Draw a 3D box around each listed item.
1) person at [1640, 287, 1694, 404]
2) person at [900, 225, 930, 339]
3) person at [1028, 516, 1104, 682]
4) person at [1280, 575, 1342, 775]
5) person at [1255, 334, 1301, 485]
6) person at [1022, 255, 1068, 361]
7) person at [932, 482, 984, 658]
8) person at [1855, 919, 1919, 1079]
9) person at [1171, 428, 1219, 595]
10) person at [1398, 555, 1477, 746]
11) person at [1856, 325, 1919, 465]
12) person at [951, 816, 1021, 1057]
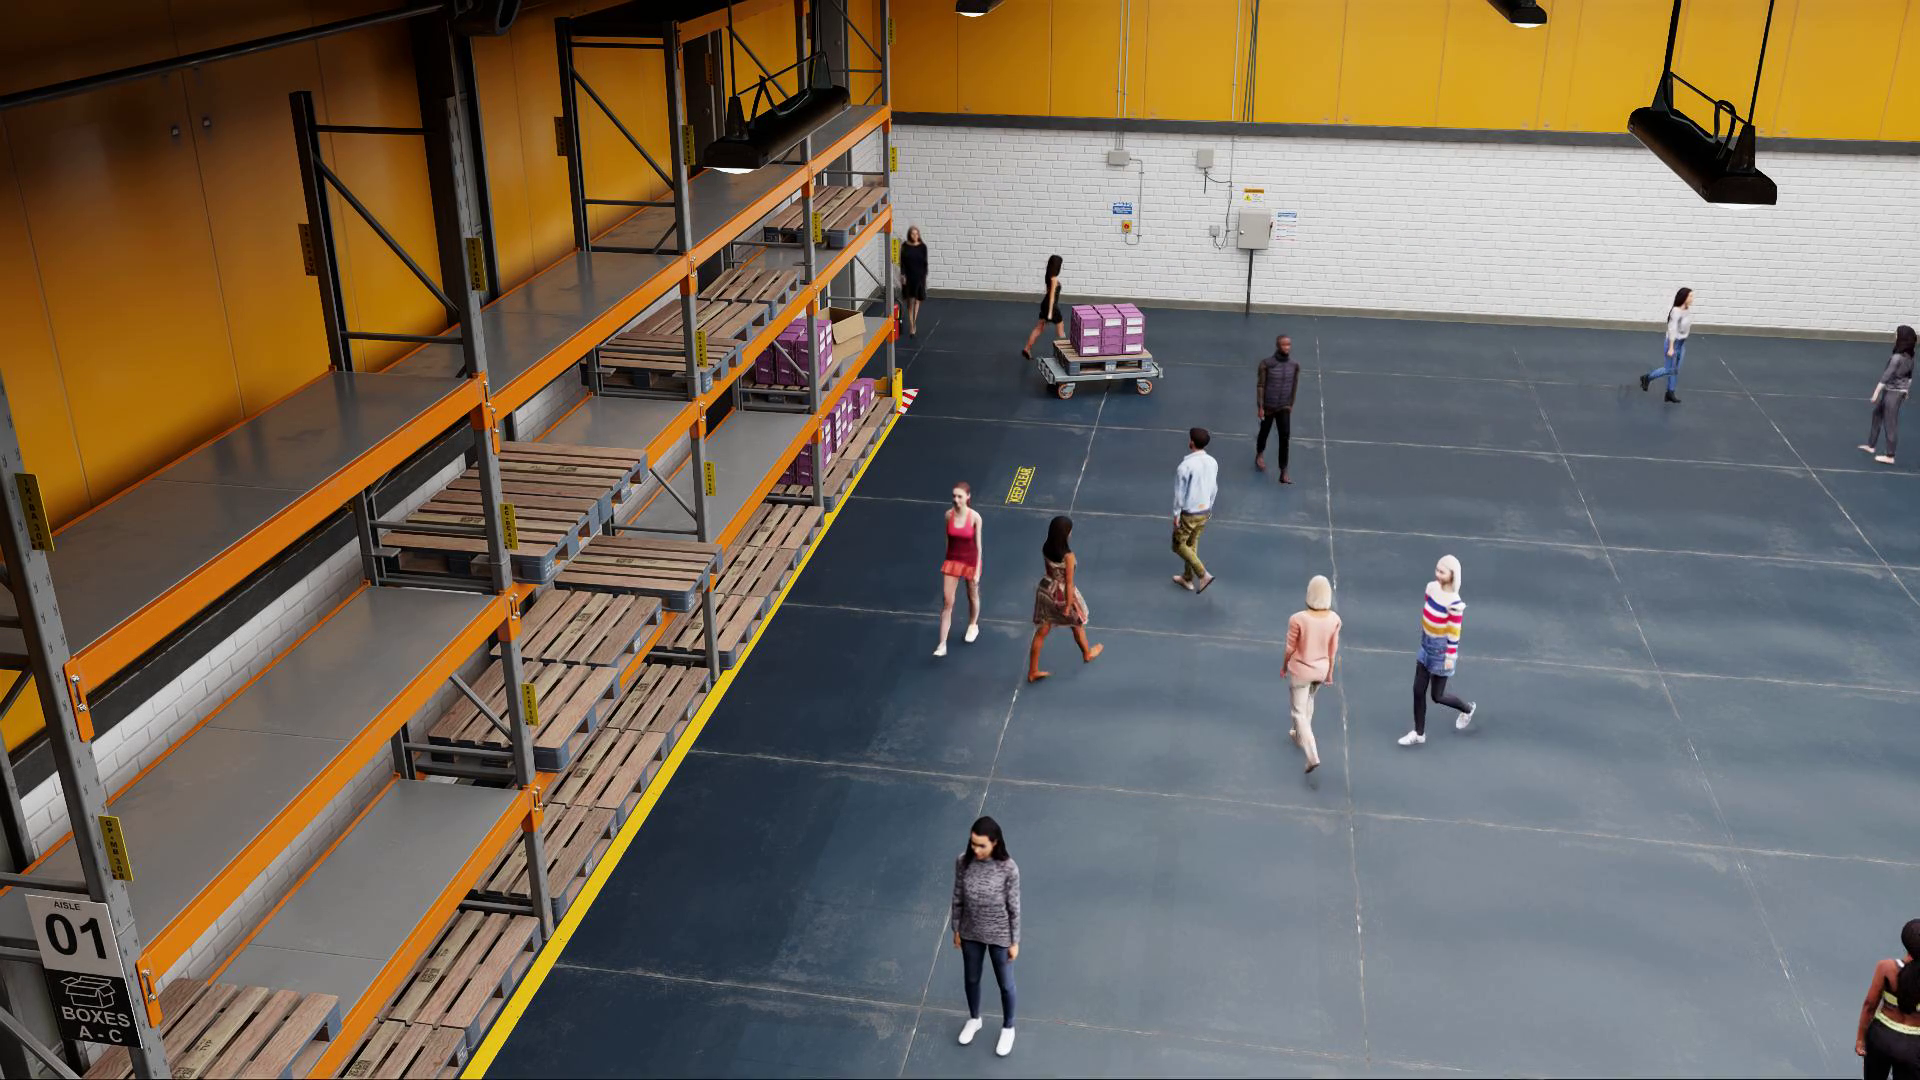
[{"bbox_3d":[9.765,-2.691,22.903,0.895,1.621,0.923,-21,31,-40],"label":"person"},{"bbox_3d":[-0.721,-4.049,25.871,0.721,1.731,0.848,-3,24,-6],"label":"person"},{"bbox_3d":[0.834,0.576,15.455,1.172,1.600,1.029,-21,31,-39],"label":"person"},{"bbox_3d":[2.959,1.148,14.027,0.866,1.697,1.154,-5,24,-11],"label":"person"},{"bbox_3d":[3.801,-1.631,20.267,0.928,1.790,1.269,-3,24,-6],"label":"person"},{"bbox_3d":[1.234,-3.356,24.458,0.985,1.594,1.109,-7,25,-16],"label":"person"},{"bbox_3d":[0.066,0.234,16.094,0.629,1.716,1.085,6,24,14],"label":"person"},{"bbox_3d":[5.462,3.014,9.704,0.816,1.739,1.040,15,28,30],"label":"person"},{"bbox_3d":[2.438,-0.259,17.121,0.985,1.796,1.046,-15,28,-31],"label":"person"},{"bbox_3d":[4.192,0.954,14.357,1.006,1.788,1.033,-9,25,-19],"label":"person"},{"bbox_3d":[11.684,-1.774,20.652,0.871,1.744,0.934,-15,28,-31],"label":"person"},{"bbox_3d":[0.186,2.537,10.807,0.652,1.731,0.582,8,25,18],"label":"person"}]
